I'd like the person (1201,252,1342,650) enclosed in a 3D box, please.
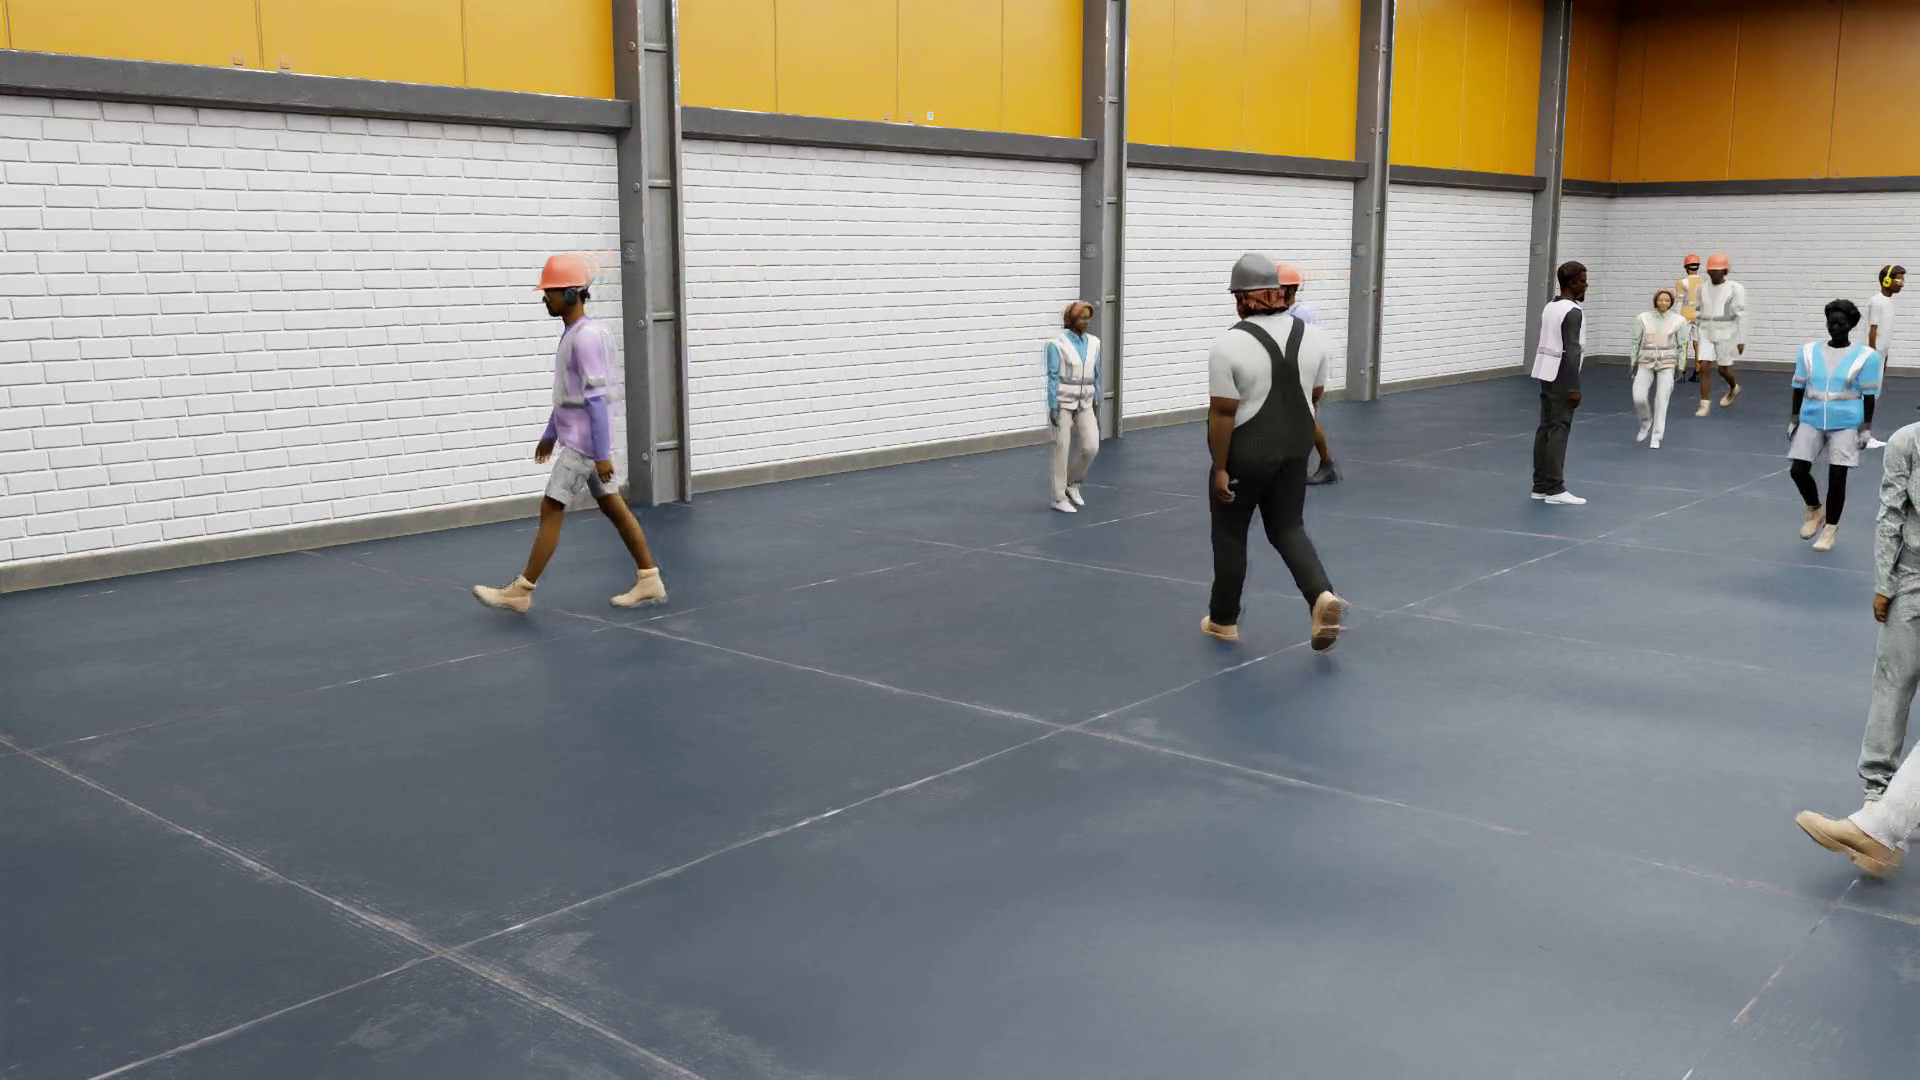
[{"bbox_3d":[1.541,-0.449,8.339,0.695,2.000,0.831,-4,11,-23],"label":"person"}]

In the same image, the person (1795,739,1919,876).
[{"bbox_3d":[3.161,0.248,5.065,0.955,1.789,0.642,3,10,16],"label":"person"}]

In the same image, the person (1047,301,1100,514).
[{"bbox_3d":[0.869,-1.012,12.708,0.530,1.625,0.355,-6,12,-32],"label":"person"}]

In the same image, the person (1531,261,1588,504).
[{"bbox_3d":[4.776,-1.251,13.251,0.399,1.920,0.589,0,10,0],"label":"person"}]

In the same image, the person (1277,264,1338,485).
[{"bbox_3d":[2.791,-1.388,14.155,1.019,1.888,0.561,-3,10,-16],"label":"person"}]

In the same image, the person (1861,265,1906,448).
[{"bbox_3d":[9.327,-1.855,16.892,0.342,1.856,0.495,9,13,42],"label":"person"}]

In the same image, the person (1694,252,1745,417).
[{"bbox_3d":[9.212,-2.482,20.101,0.875,1.994,0.621,-9,14,-43],"label":"person"}]

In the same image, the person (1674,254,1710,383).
[{"bbox_3d":[10.994,-3.331,25.073,0.543,1.927,0.375,-1,10,-6],"label":"person"}]

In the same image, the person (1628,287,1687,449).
[{"bbox_3d":[7.066,-1.742,16.844,0.542,1.625,0.373,6,11,29],"label":"person"}]

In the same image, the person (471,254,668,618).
[{"bbox_3d":[-2.136,-0.562,9.149,1.090,1.982,0.618,-2,10,-13],"label":"person"}]

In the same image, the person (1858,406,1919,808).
[{"bbox_3d":[3.376,0.173,5.668,0.483,1.736,0.311,3,10,16],"label":"person"}]

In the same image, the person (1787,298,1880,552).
[{"bbox_3d":[5.819,-0.765,11.115,0.550,1.686,0.370,9,13,42],"label":"person"}]
